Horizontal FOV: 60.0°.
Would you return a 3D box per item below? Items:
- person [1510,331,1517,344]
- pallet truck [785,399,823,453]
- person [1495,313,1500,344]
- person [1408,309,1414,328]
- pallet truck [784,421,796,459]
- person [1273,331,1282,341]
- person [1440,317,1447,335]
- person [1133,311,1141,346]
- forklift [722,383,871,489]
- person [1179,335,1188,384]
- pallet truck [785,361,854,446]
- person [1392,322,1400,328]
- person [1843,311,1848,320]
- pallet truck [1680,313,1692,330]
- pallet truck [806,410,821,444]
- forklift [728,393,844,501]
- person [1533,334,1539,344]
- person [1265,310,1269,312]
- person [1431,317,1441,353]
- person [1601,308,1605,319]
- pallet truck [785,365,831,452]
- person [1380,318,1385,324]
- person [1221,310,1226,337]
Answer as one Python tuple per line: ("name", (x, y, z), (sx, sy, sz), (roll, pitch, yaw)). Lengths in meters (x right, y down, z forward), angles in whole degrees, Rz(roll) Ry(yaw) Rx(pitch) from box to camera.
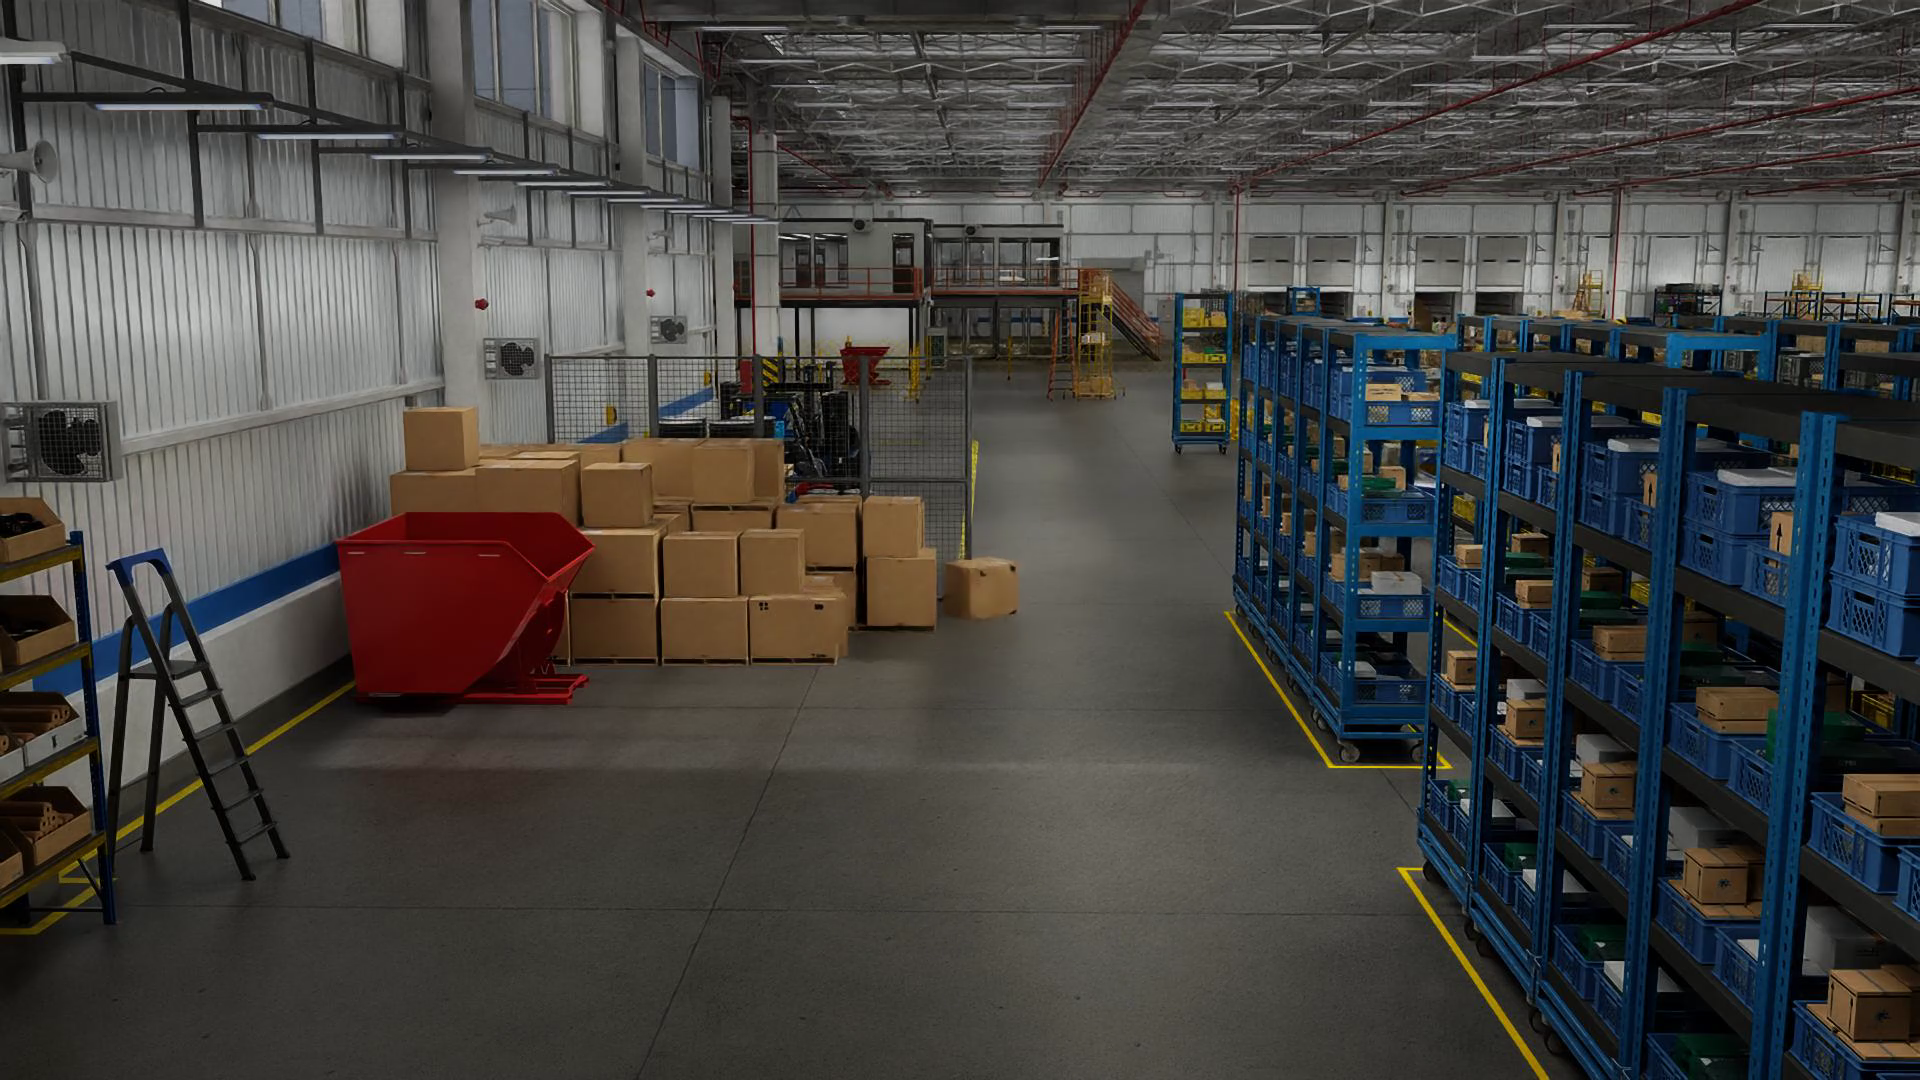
("person", (20.486, -6.734, 61.185), (0.657, 1.872, 0.435), (-2, 10, -15))
("pallet truck", (-3.814, -2.432, 36.419), (1.630, 1.274, 0.653), (0, 9, 1))
("person", (29.541, -11.620, 91.705), (0.608, 1.748, 0.537), (0, 9, 0))
("person", (25.688, -12.222, 94.916), (0.398, 1.920, 0.586), (4, 10, 24))
("pallet truck", (-4.013, -1.793, 32.705), (1.601, 1.201, 0.680), (0, 9, 1))
("person", (14.151, -8.801, 73.805), (0.421, 1.916, 0.605), (-7, 11, -36))
("person", (25.387, -10.881, 87.344), (0.367, 1.682, 0.548), (-4, 10, -25))
("person", (9.608, -11.438, 90.031), (0.606, 1.934, 0.417), (-8, 12, -40))
("forklift", (-2.893, -1.687, 28.729), (2.680, 1.987, 1.157), (0, 9, -1))
("person", (8.034, -6.549, 60.384), (0.525, 1.772, 0.306), (1, 9, 8))
("pallet truck", (-3.410, -3.193, 38.978), (1.885, 1.965, 0.823), (0, 9, -1))
("person", (17.756, -7.865, 67.746), (0.688, 2.022, 0.609), (0, 9, -1))
("person", (48.628, -11.672, 91.654), (0.461, 1.872, 0.638), (3, 10, 19))
("pallet truck", (36.315, -10.531, 84.244), (0.823, 1.965, 1.885), (-6, 11, -33))
("pallet truck", (-3.559, -2.018, 33.905), (1.522, 1.261, 0.704), (0, 9, -1))
("forklift", (-2.979, -1.316, 26.476), (2.680, 1.987, 1.157), (0, 9, 1))
("person", (21.936, -7.304, 64.200), (0.680, 2.000, 0.536), (7, 11, 35))
("person", (16.993, -11.720, 91.795), (0.641, 1.938, 0.889), (1, 9, 5))
("person", (23.654, -10.183, 82.645), (0.431, 1.833, 0.643), (-2, 9, -12))
("person", (36.369, -12.084, 93.827), (0.377, 1.995, 0.608), (0, 9, -1))
("pallet truck", (-3.774, -2.976, 37.635), (1.885, 1.965, 0.823), (1, 9, 5))
("person", (19.454, -9.259, 76.655), (0.693, 1.916, 0.635), (-6, 11, -34))
("person", (15.242, -12.589, 97.165), (0.649, 1.919, 0.570), (3, 10, 18))
